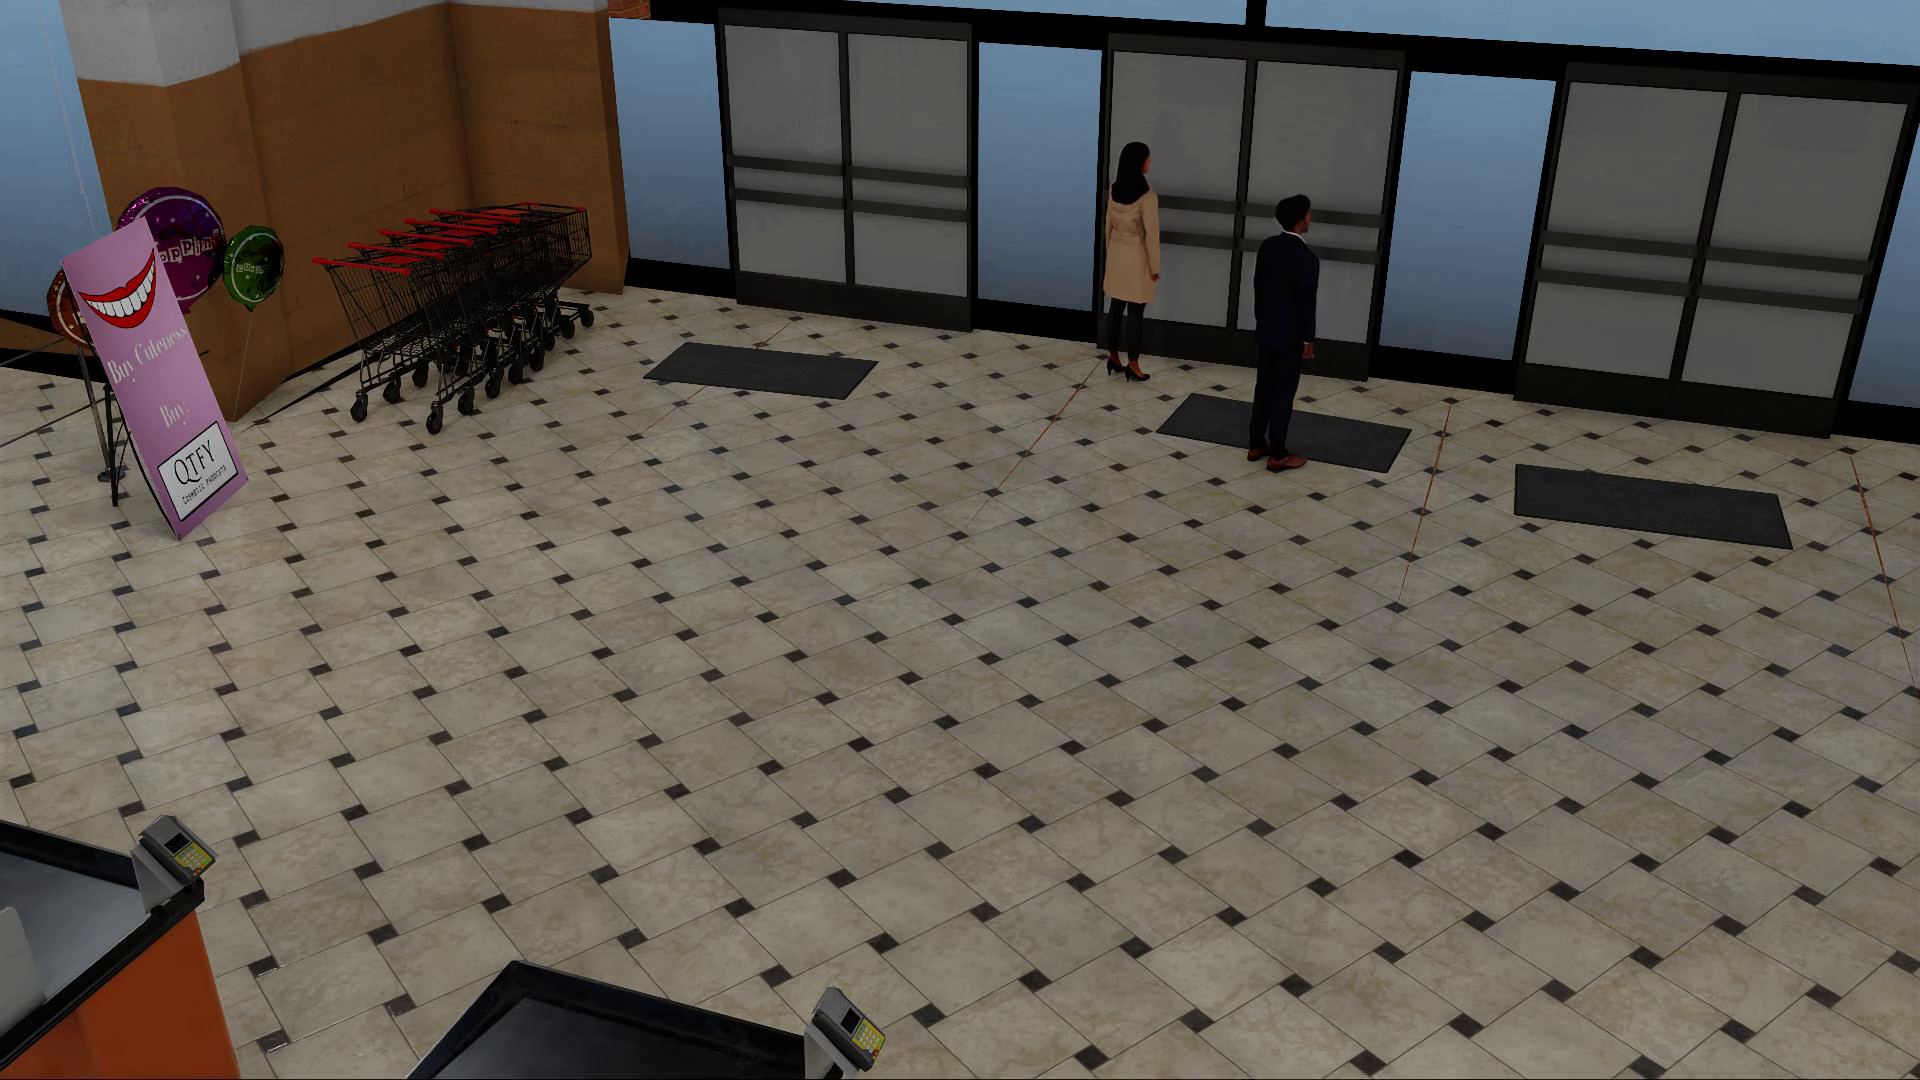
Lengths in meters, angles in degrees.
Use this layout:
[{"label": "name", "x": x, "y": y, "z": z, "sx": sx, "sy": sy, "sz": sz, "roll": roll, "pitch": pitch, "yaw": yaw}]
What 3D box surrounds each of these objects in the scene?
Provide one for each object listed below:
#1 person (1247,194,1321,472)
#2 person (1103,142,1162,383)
[{"label": "person", "x": 1.978, "y": -1.276, "z": 10.245, "sx": 0.728, "sy": 1.725, "sz": 0.707, "roll": -17, "pitch": 31, "yaw": -29}, {"label": "person", "x": 1.188, "y": -1.928, "z": 11.579, "sx": 0.715, "sy": 1.682, "sz": 0.721, "roll": -20, "pitch": 33, "yaw": -34}]
